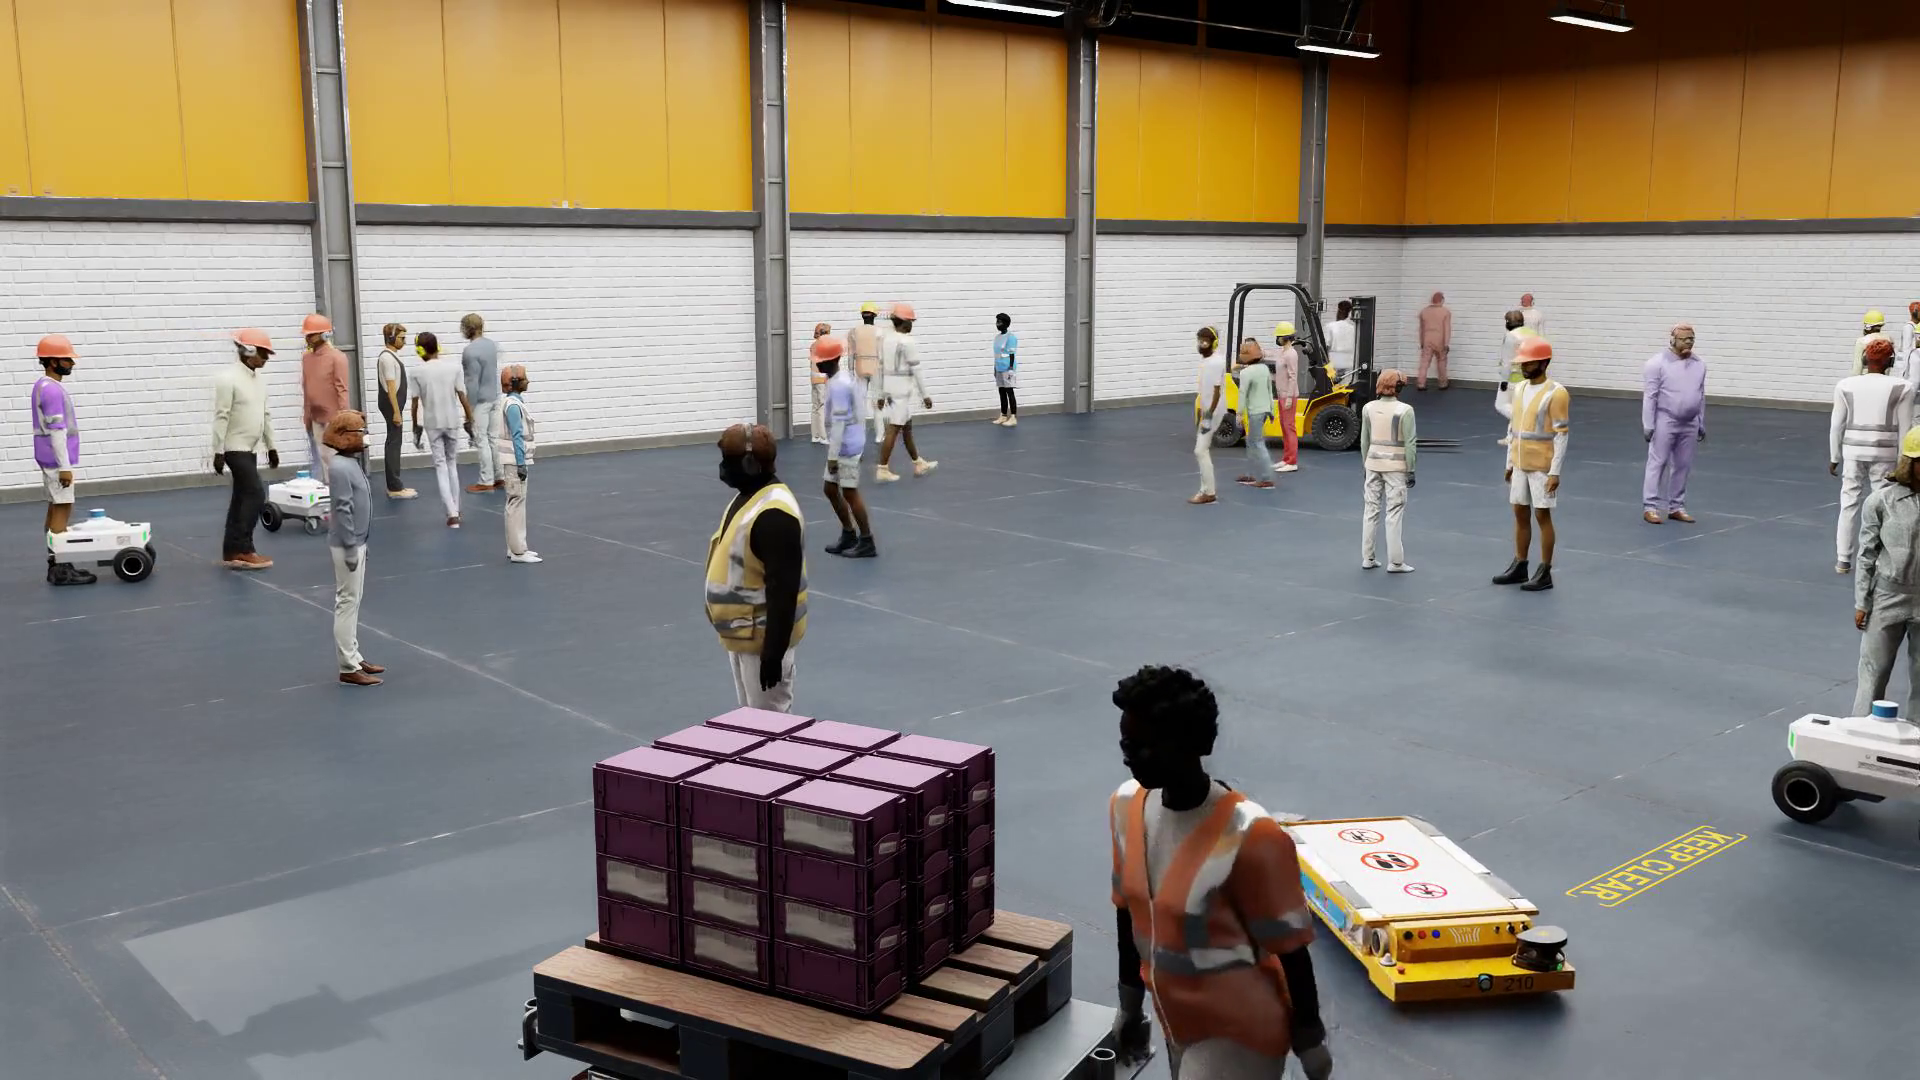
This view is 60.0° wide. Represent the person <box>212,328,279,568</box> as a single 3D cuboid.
[{"bbox_3d":[-5.807,-0.741,13.544,0.594,1.948,0.639,0,10,-1],"label":"person"}]

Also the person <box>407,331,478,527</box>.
[{"bbox_3d":[-4.905,-1.048,15.701,0.588,1.828,0.752,-6,11,-30],"label":"person"}]

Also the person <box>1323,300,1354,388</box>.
[{"bbox_3d":[5.369,-2.461,23.763,0.668,1.900,0.852,-2,10,-10],"label":"person"}]

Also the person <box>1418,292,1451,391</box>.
[{"bbox_3d":[8.958,-3.735,31.359,0.659,1.860,0.980,8,13,40],"label":"person"}]

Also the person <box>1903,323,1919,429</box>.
[{"bbox_3d":[10.880,-1.585,18.822,0.588,1.835,0.403,-4,11,-25],"label":"person"}]

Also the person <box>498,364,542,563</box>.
[{"bbox_3d":[-3.669,-0.631,13.796,0.308,1.645,0.515,-3,10,-19],"label":"person"}]

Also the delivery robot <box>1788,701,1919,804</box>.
[{"bbox_3d":[4.096,0.959,7.394,0.477,0.478,0.707,-9,13,-43],"label":"delivery robot"}]

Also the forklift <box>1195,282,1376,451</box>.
[{"bbox_3d":[4.328,-2.346,22.227,2.313,2.155,1.214,3,10,16],"label":"forklift"}]

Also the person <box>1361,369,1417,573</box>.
[{"bbox_3d":[3.433,-0.551,13.346,0.307,1.637,0.511,-8,13,-39],"label":"person"}]

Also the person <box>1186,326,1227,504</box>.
[{"bbox_3d":[2.519,-1.261,16.961,0.390,1.832,0.522,-3,10,-15],"label":"person"}]

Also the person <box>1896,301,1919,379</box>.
[{"bbox_3d":[13.679,-2.485,23.946,0.337,1.882,0.585,8,12,38],"label":"person"}]

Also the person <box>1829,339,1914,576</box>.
[{"bbox_3d":[7.230,-0.653,13.226,0.575,1.882,0.361,8,12,38],"label":"person"}]

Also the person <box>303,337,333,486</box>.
[{"bbox_3d":[-6.380,-1.175,16.680,0.368,1.751,0.534,0,10,-2],"label":"person"}]

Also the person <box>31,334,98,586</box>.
[{"bbox_3d":[-6.944,-0.620,12.872,0.377,1.936,0.549,-7,12,-34],"label":"person"}]

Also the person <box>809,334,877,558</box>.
[{"bbox_3d":[-0.969,-0.770,13.873,0.602,1.890,0.559,-2,10,-10],"label":"person"}]

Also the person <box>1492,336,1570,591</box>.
[{"bbox_3d":[4.336,-0.579,12.638,0.377,1.932,0.552,-4,11,-23],"label":"person"}]

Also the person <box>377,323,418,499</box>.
[{"bbox_3d":[-5.922,-1.353,17.446,0.345,1.842,0.504,-4,10,-20],"label":"person"}]

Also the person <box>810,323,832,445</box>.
[{"bbox_3d":[-1.857,-2.101,22.416,0.311,1.639,0.513,-6,11,-30],"label":"person"}]

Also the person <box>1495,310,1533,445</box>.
[{"bbox_3d":[7.407,-2.138,22.097,0.507,1.822,0.656,10,14,44],"label":"person"}]

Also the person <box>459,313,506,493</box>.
[{"bbox_3d":[-5.094,-1.455,17.826,0.439,1.926,0.683,1,10,6],"label":"person"}]

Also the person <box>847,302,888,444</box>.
[{"bbox_3d":[-1.227,-2.252,22.488,0.586,1.917,0.380,2,10,9],"label":"person"}]

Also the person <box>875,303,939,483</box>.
[{"bbox_3d":[-0.574,-1.658,18.771,1.005,1.996,0.616,-6,11,-32],"label":"person"}]

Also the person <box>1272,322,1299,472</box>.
[{"bbox_3d":[3.824,-1.682,19.595,0.322,1.765,0.533,0,10,0],"label":"person"}]

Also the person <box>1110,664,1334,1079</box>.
[{"bbox_3d":[0.616,1.074,3.806,0.732,1.644,0.527,-5,11,-26],"label":"person"}]

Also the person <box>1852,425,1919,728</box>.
[{"bbox_3d":[4.554,0.315,7.965,0.493,1.743,0.295,3,10,17],"label":"person"}]

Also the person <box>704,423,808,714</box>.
[{"bbox_3d":[-0.867,0.417,7.086,0.429,1.841,0.635,-3,10,-18],"label":"person"}]

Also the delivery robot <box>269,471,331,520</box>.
[{"bbox_3d":[-6.037,-0.395,15.322,0.707,0.478,0.477,7,12,35],"label":"delivery robot"}]

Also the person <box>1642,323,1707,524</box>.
[{"bbox_3d":[6.796,-1.102,15.788,0.651,1.905,0.403,-2,10,-12],"label":"person"}]

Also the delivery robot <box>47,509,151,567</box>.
[{"bbox_3d":[-6.725,0.002,12.998,0.707,0.478,0.477,-4,11,-22],"label":"delivery robot"}]

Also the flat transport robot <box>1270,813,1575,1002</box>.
[{"bbox_3d":[1.664,1.335,6.296,0.652,0.197,1.431,-1,10,-9],"label":"flat transport robot"}]

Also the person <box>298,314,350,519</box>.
[{"bbox_3d":[-6.175,-1.192,16.127,0.629,1.978,0.476,6,12,33],"label":"person"}]

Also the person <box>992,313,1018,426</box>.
[{"bbox_3d":[0.670,-2.550,24.905,0.320,1.690,0.535,-6,11,-29],"label":"person"}]

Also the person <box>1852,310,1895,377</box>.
[{"bbox_3d":[11.815,-2.066,21.630,0.591,1.837,0.403,-3,10,-19],"label":"person"}]

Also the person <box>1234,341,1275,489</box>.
[{"bbox_3d":[3.193,-1.373,18.236,0.695,1.593,0.515,9,13,41],"label":"person"}]

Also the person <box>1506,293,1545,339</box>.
[{"bbox_3d":[9.608,-3.233,28.265,0.638,1.908,0.409,5,11,27],"label":"person"}]

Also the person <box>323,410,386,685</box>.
[{"bbox_3d":[-3.608,0.040,9.890,0.278,1.634,0.497,-2,10,-13],"label":"person"}]
